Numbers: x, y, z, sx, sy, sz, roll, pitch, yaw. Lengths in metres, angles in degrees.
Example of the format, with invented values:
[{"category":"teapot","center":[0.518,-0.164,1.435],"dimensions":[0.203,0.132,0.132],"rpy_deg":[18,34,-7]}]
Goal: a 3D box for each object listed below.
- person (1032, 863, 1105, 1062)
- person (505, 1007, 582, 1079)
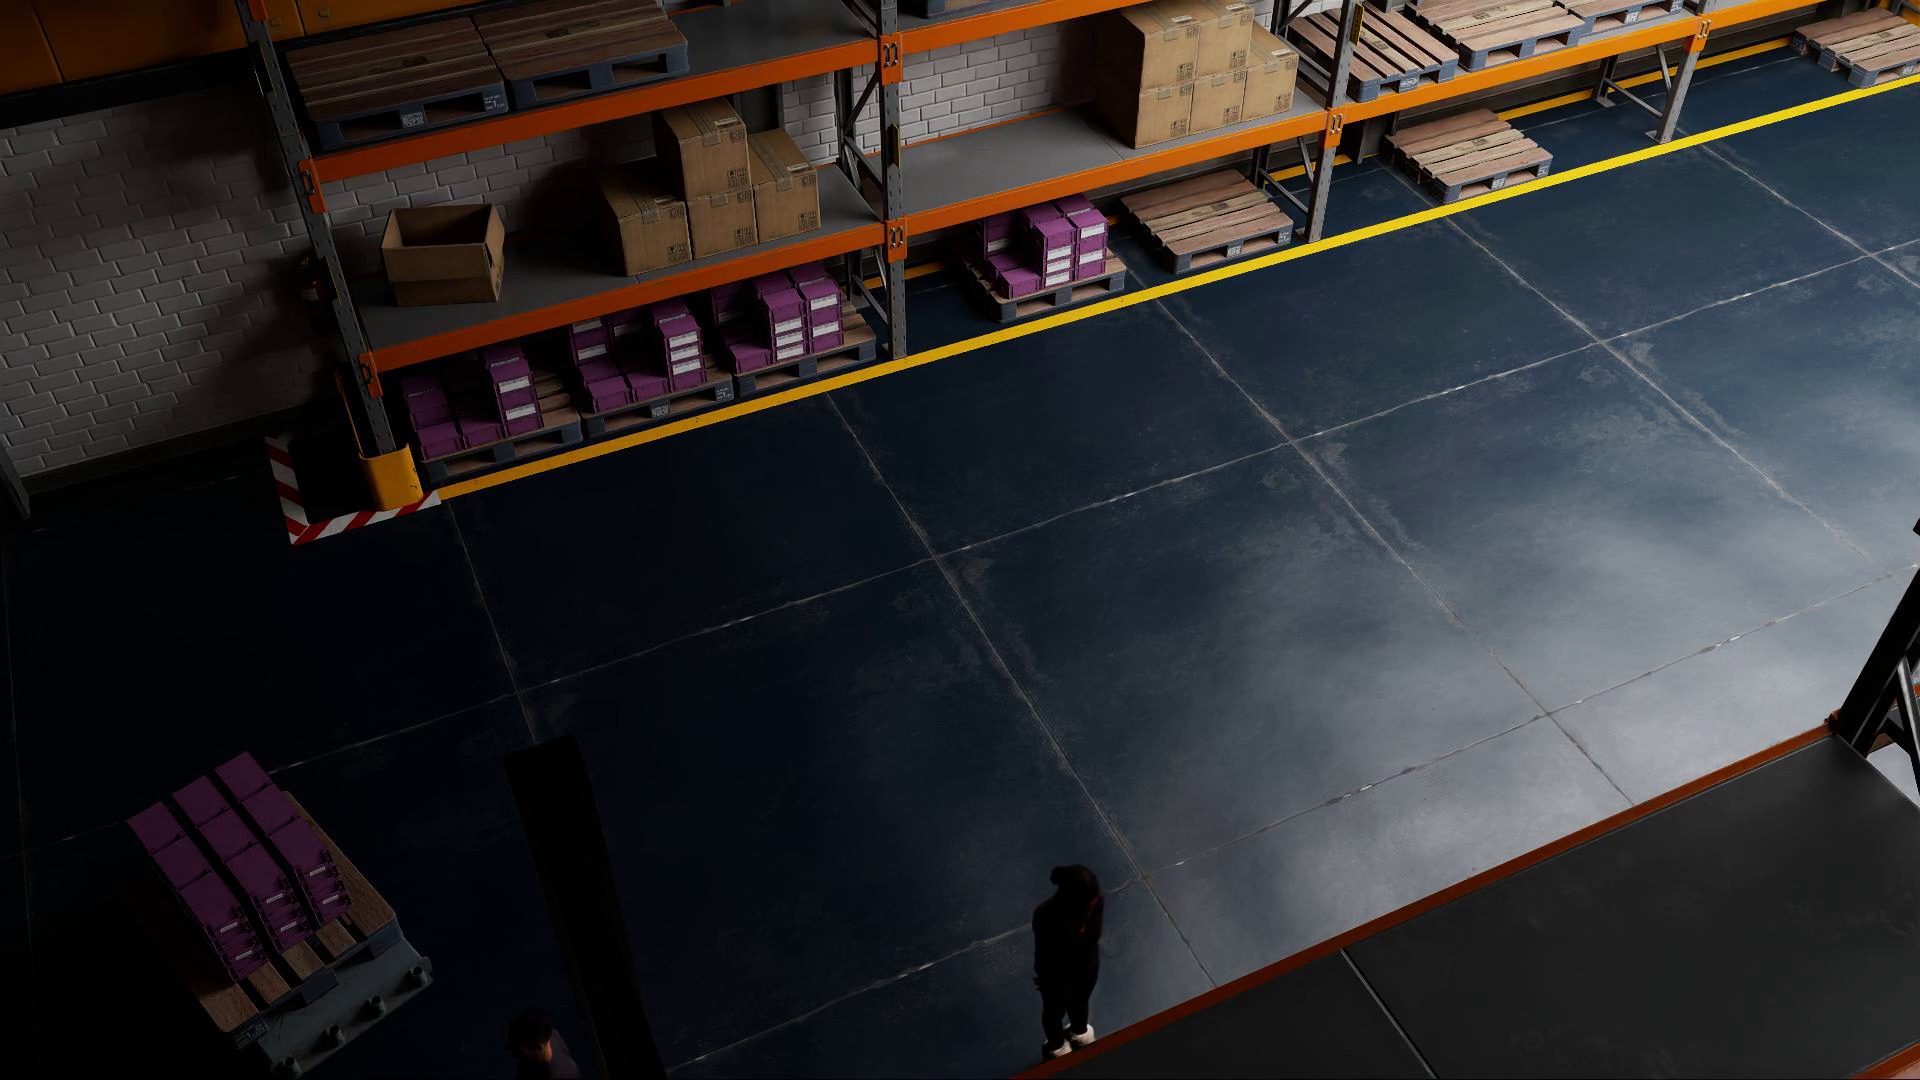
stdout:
[{"category":"person","center":[0.543,2.164,8.466],"dimensions":[0.611,1.662,0.665],"rpy_deg":[0,44,0]},{"category":"person","center":[-1.882,2.711,7.818],"dimensions":[0.611,1.765,0.672],"rpy_deg":[-27,50,-25]}]
